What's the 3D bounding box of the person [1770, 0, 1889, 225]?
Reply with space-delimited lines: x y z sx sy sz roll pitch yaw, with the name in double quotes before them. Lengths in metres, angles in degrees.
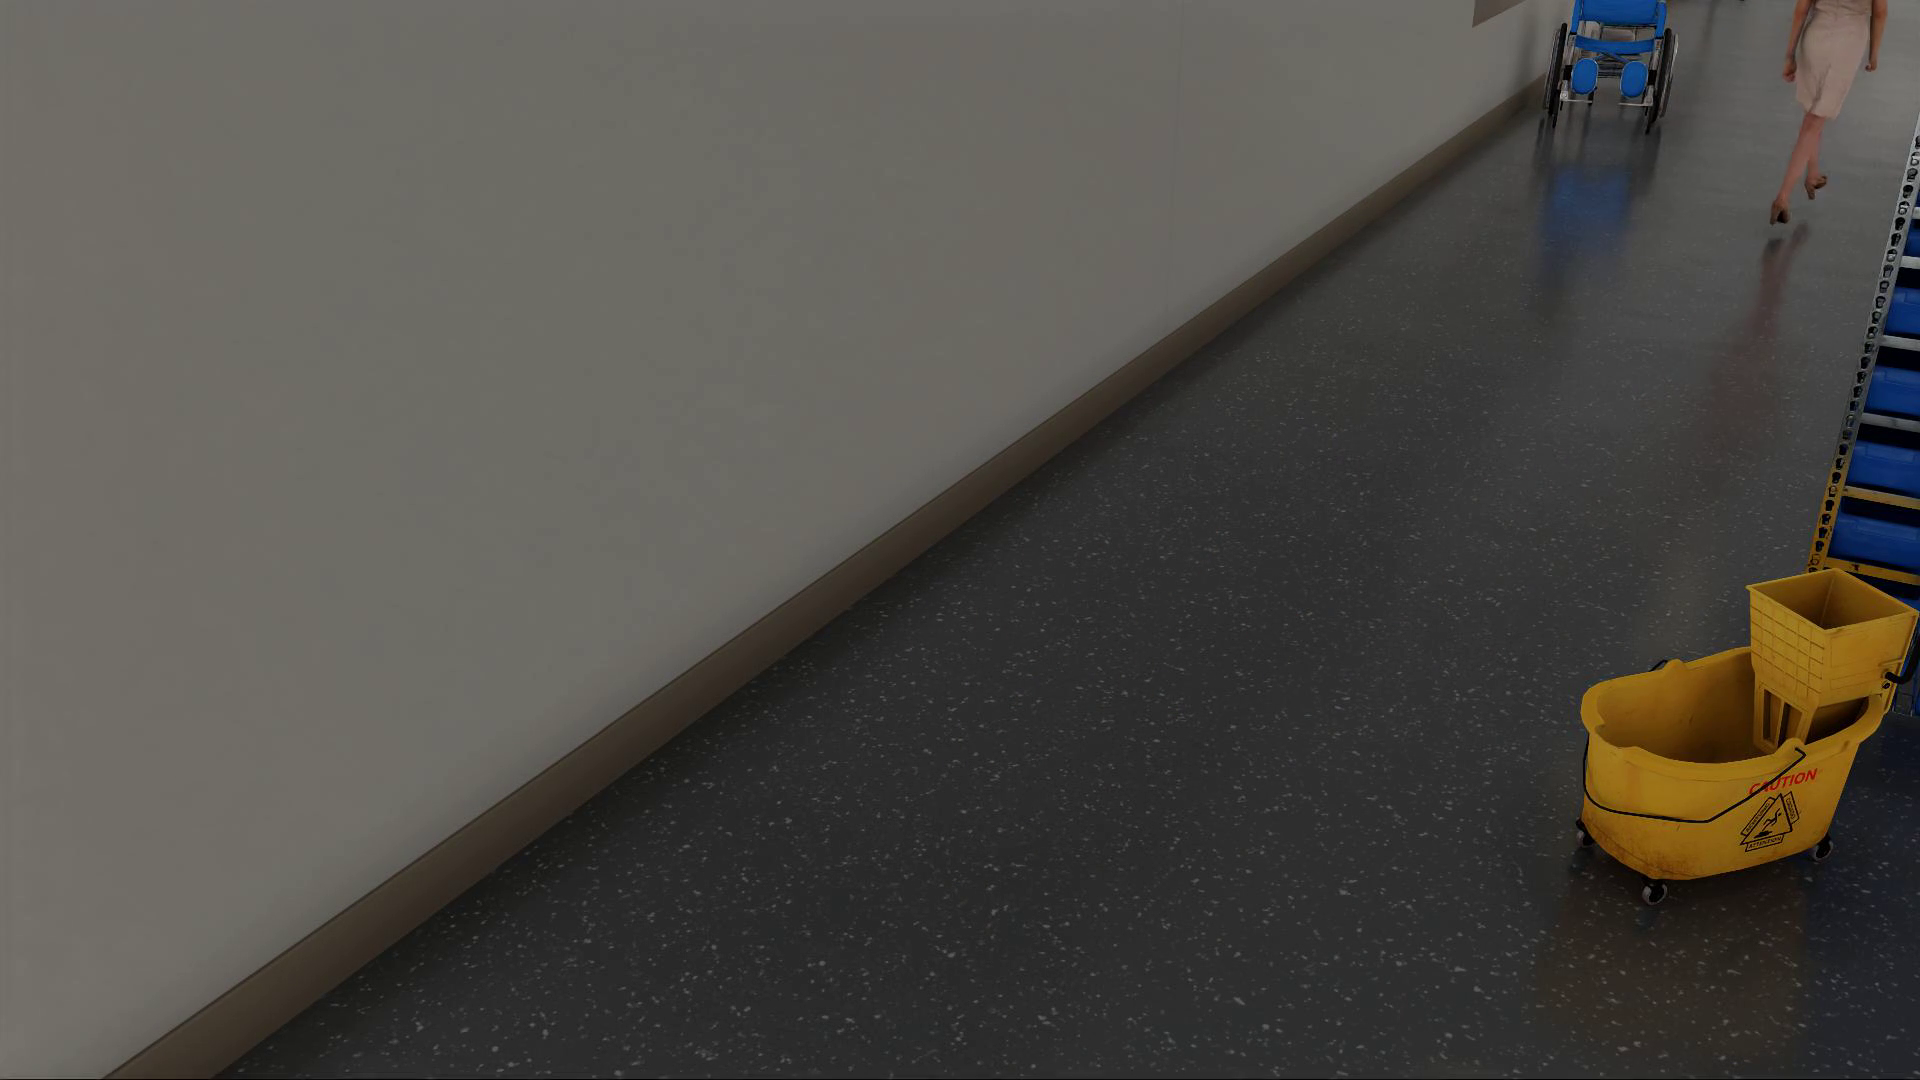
"person" 4.649 -2.509 8.932 1.151 1.678 0.804 20 32 35
